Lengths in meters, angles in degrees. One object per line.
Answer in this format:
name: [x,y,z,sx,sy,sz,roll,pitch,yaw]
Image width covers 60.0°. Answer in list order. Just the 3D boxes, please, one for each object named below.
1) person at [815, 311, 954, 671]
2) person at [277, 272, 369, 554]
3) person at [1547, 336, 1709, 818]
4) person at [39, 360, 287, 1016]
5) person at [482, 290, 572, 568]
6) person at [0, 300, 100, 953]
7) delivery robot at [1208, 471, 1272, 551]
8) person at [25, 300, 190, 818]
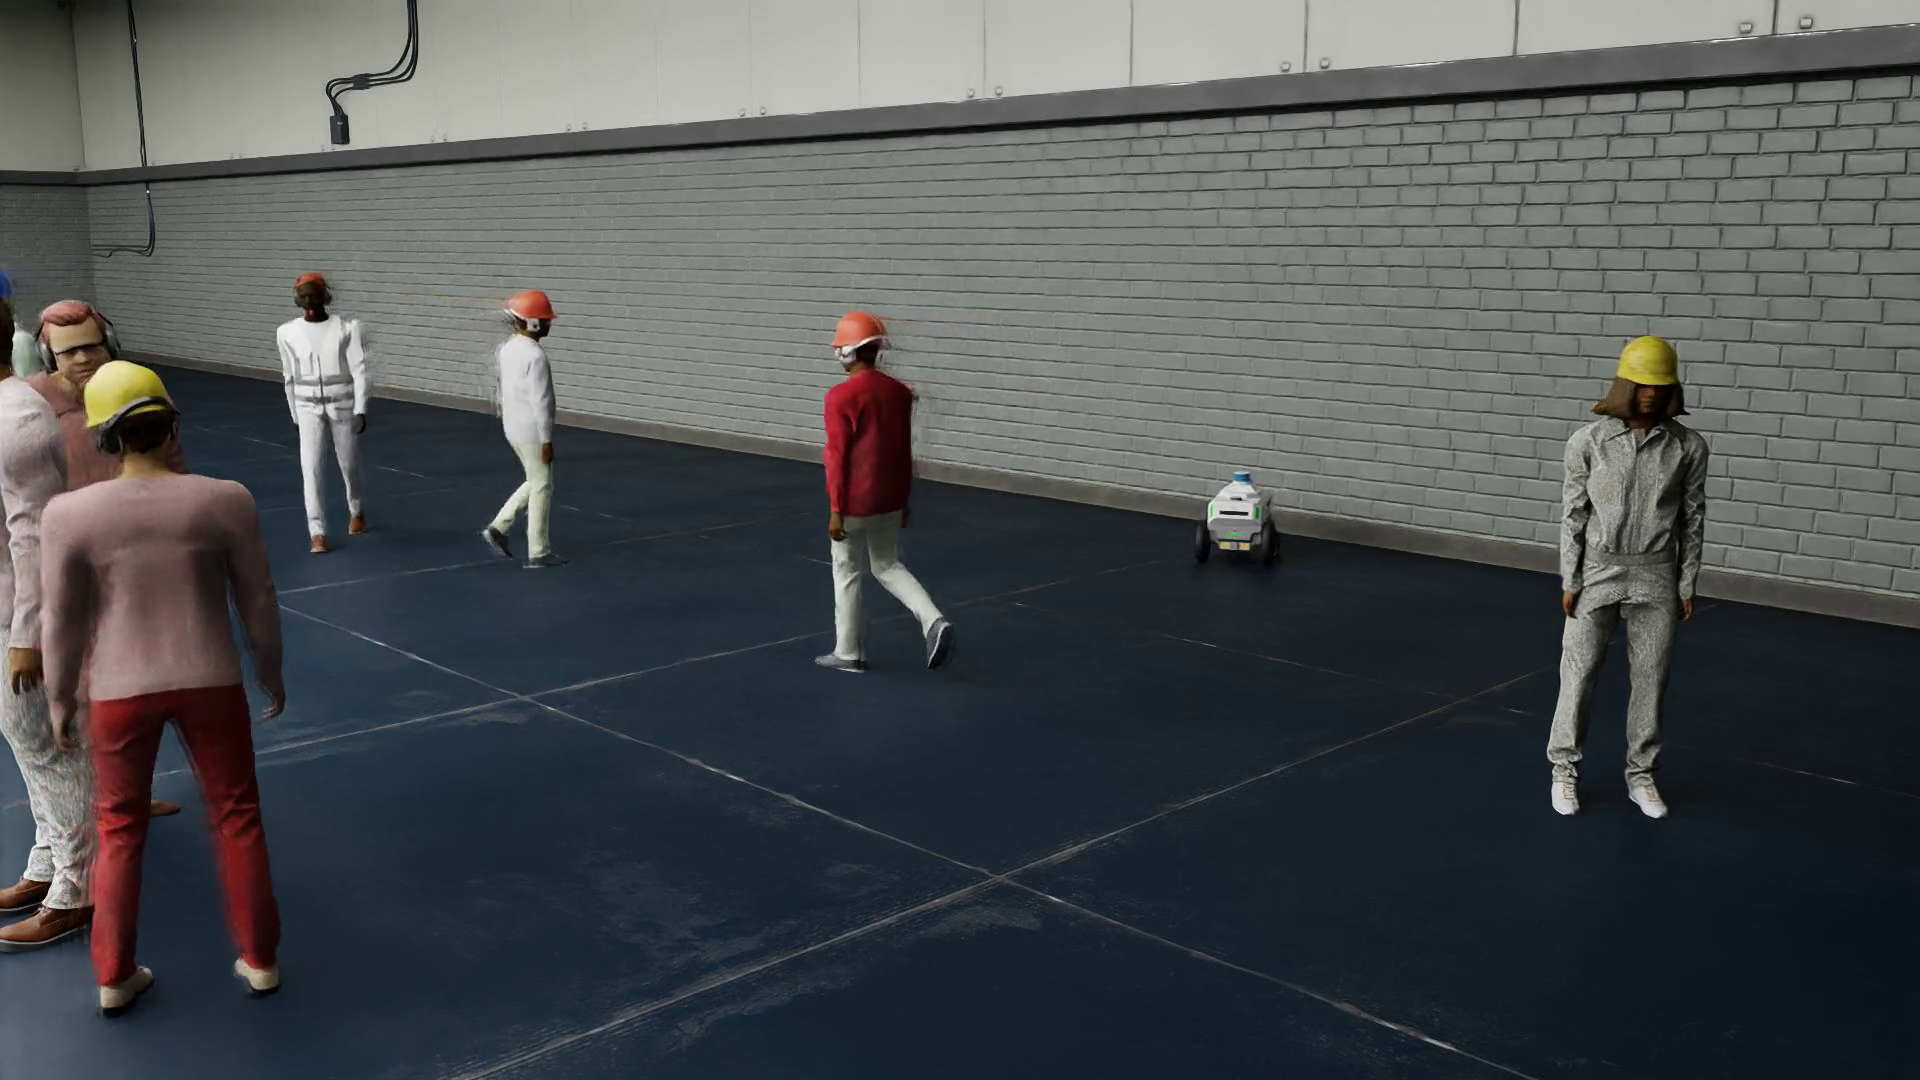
person: [-0.375,-0.204,7.813,0.667,1.731,0.575,8,13,38]
person: [-4.262,-0.883,11.217,0.571,1.851,0.959,-3,11,-13]
person: [2.377,0.145,5.908,0.483,1.734,0.354,2,11,10]
person: [-2.121,0.394,4.476,0.593,1.751,0.384,-5,12,-26]
person: [-2.691,-0.680,10.364,0.454,1.738,0.581,-7,13,-34]
person: [-2.760,0.230,4.875,0.349,1.935,0.635,-8,13,-36]
delivery robot: [1.808,-0.199,10.726,0.477,0.478,0.707,3,11,16]
person: [-2.899,0.131,5.609,0.629,1.873,0.672,7,12,32]
